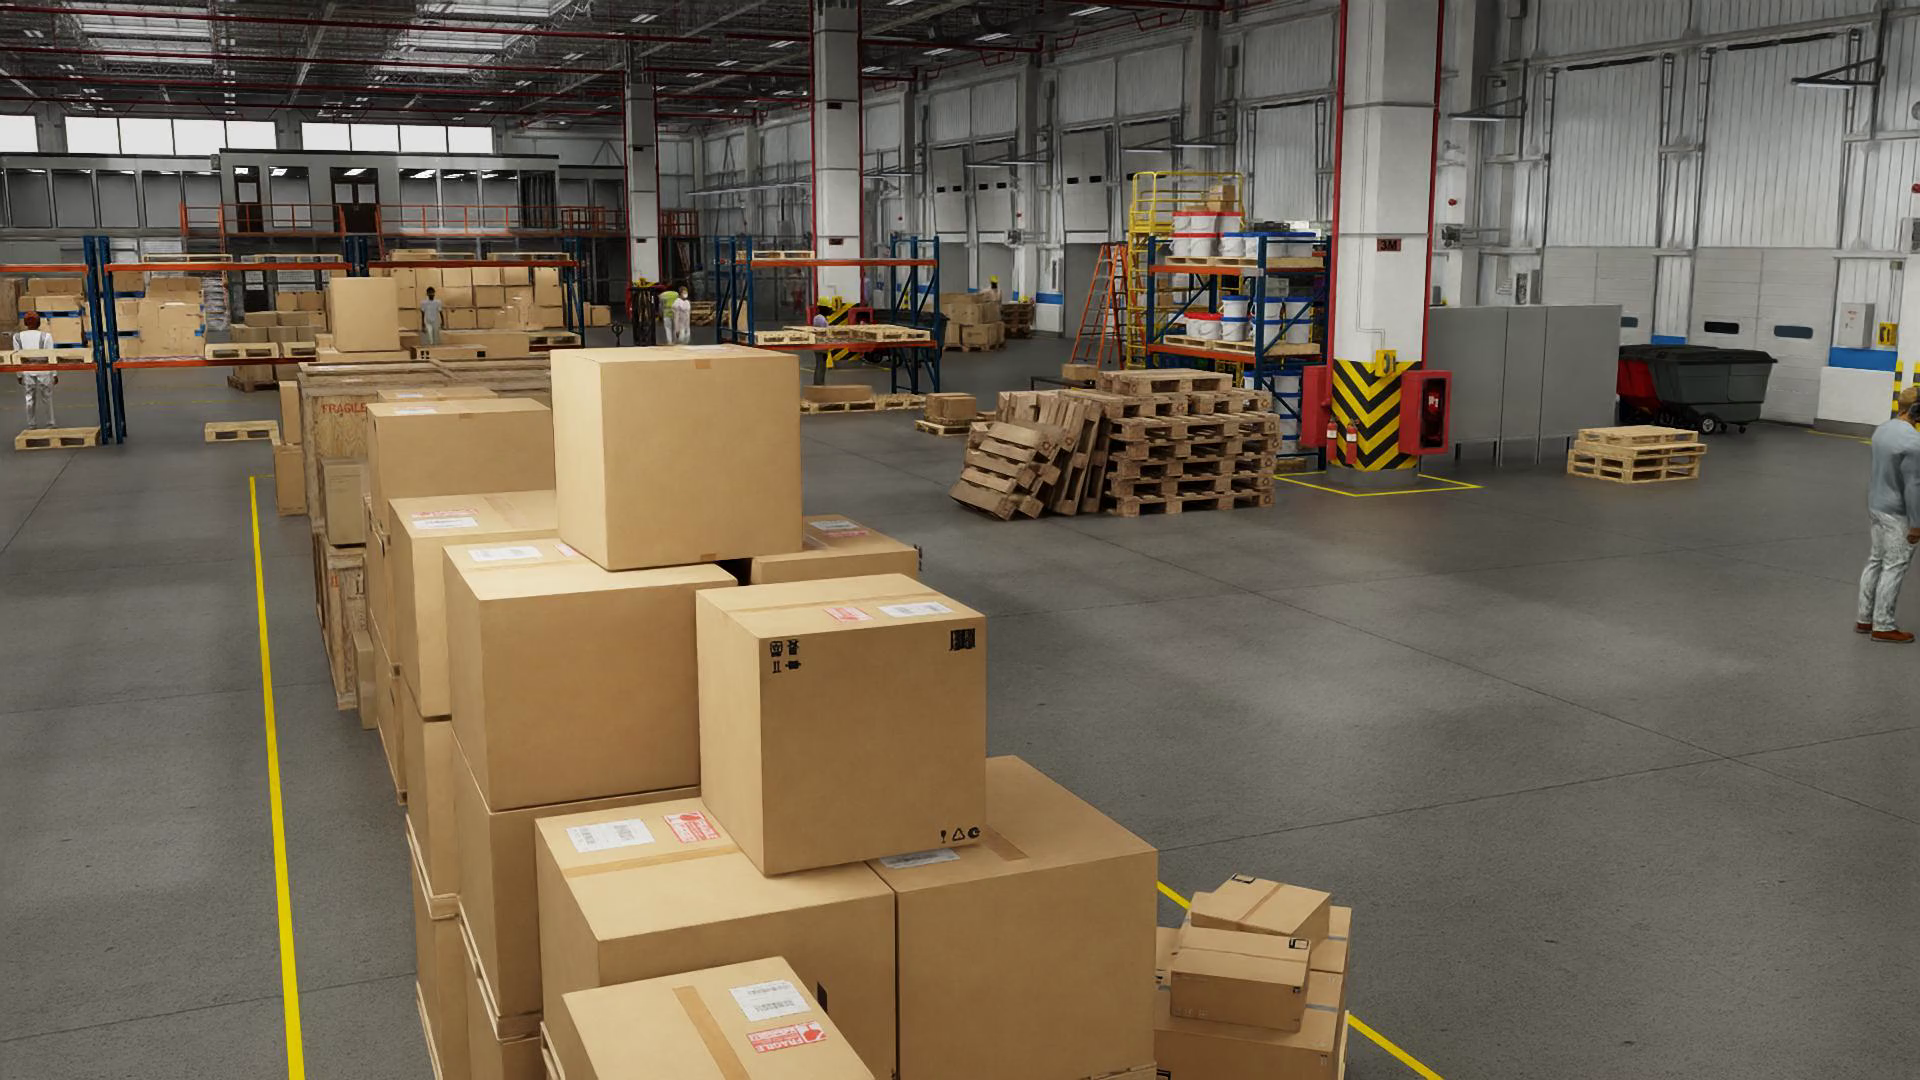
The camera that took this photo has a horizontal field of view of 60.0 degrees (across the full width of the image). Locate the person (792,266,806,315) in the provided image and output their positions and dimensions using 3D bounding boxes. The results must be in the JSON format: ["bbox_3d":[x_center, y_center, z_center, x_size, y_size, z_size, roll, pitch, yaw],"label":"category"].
[{"bbox_3d":[-6.385,-9.895,65.725,0.624,1.971,0.720,-9,14,-42],"label":"person"}]

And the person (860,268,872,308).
[{"bbox_3d":[-3.498,-8.959,60.723,0.576,1.925,0.425,2,11,12],"label":"person"}]

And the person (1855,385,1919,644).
[{"bbox_3d":[6.958,-0.189,12.366,0.371,1.930,0.636,0,10,3],"label":"person"}]

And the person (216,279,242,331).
[{"bbox_3d":[-23.814,-7.662,54.215,0.948,1.689,0.493,-10,14,-43],"label":"person"}]

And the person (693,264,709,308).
[{"bbox_3d":[-10.812,-10.616,69.854,0.649,1.906,0.954,5,11,24],"label":"person"}]

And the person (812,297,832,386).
[{"bbox_3d":[-2.538,-3.516,30.714,0.382,1.920,0.585,-3,11,-14],"label":"person"}]

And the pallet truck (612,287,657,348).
[{"bbox_3d":[-6.464,-4.406,35.401,0.823,1.965,1.885,6,12,32],"label":"pallet truck"}]

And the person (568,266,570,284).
[{"bbox_3d":[-16.821,-10.967,71.874,0.343,1.882,0.585,-8,13,-36],"label":"person"}]

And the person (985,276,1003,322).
[{"bbox_3d":[1.008,-6.764,48.615,0.617,1.913,0.421,-6,12,-31],"label":"person"}]

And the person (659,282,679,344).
[{"bbox_3d":[-7.858,-6.101,45.280,0.620,1.816,0.890,-3,11,-14],"label":"person"}]

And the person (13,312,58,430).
[{"bbox_3d":[-14.132,-2.544,25.459,0.585,1.881,0.337,-2,10,-10],"label":"person"}]

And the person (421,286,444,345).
[{"bbox_3d":[-12.825,-5.241,40.424,0.517,1.852,0.734,-5,11,-24],"label":"person"}]

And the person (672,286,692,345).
[{"bbox_3d":[-6.210,-4.707,37.239,0.353,1.933,0.633,3,11,18],"label":"person"}]
